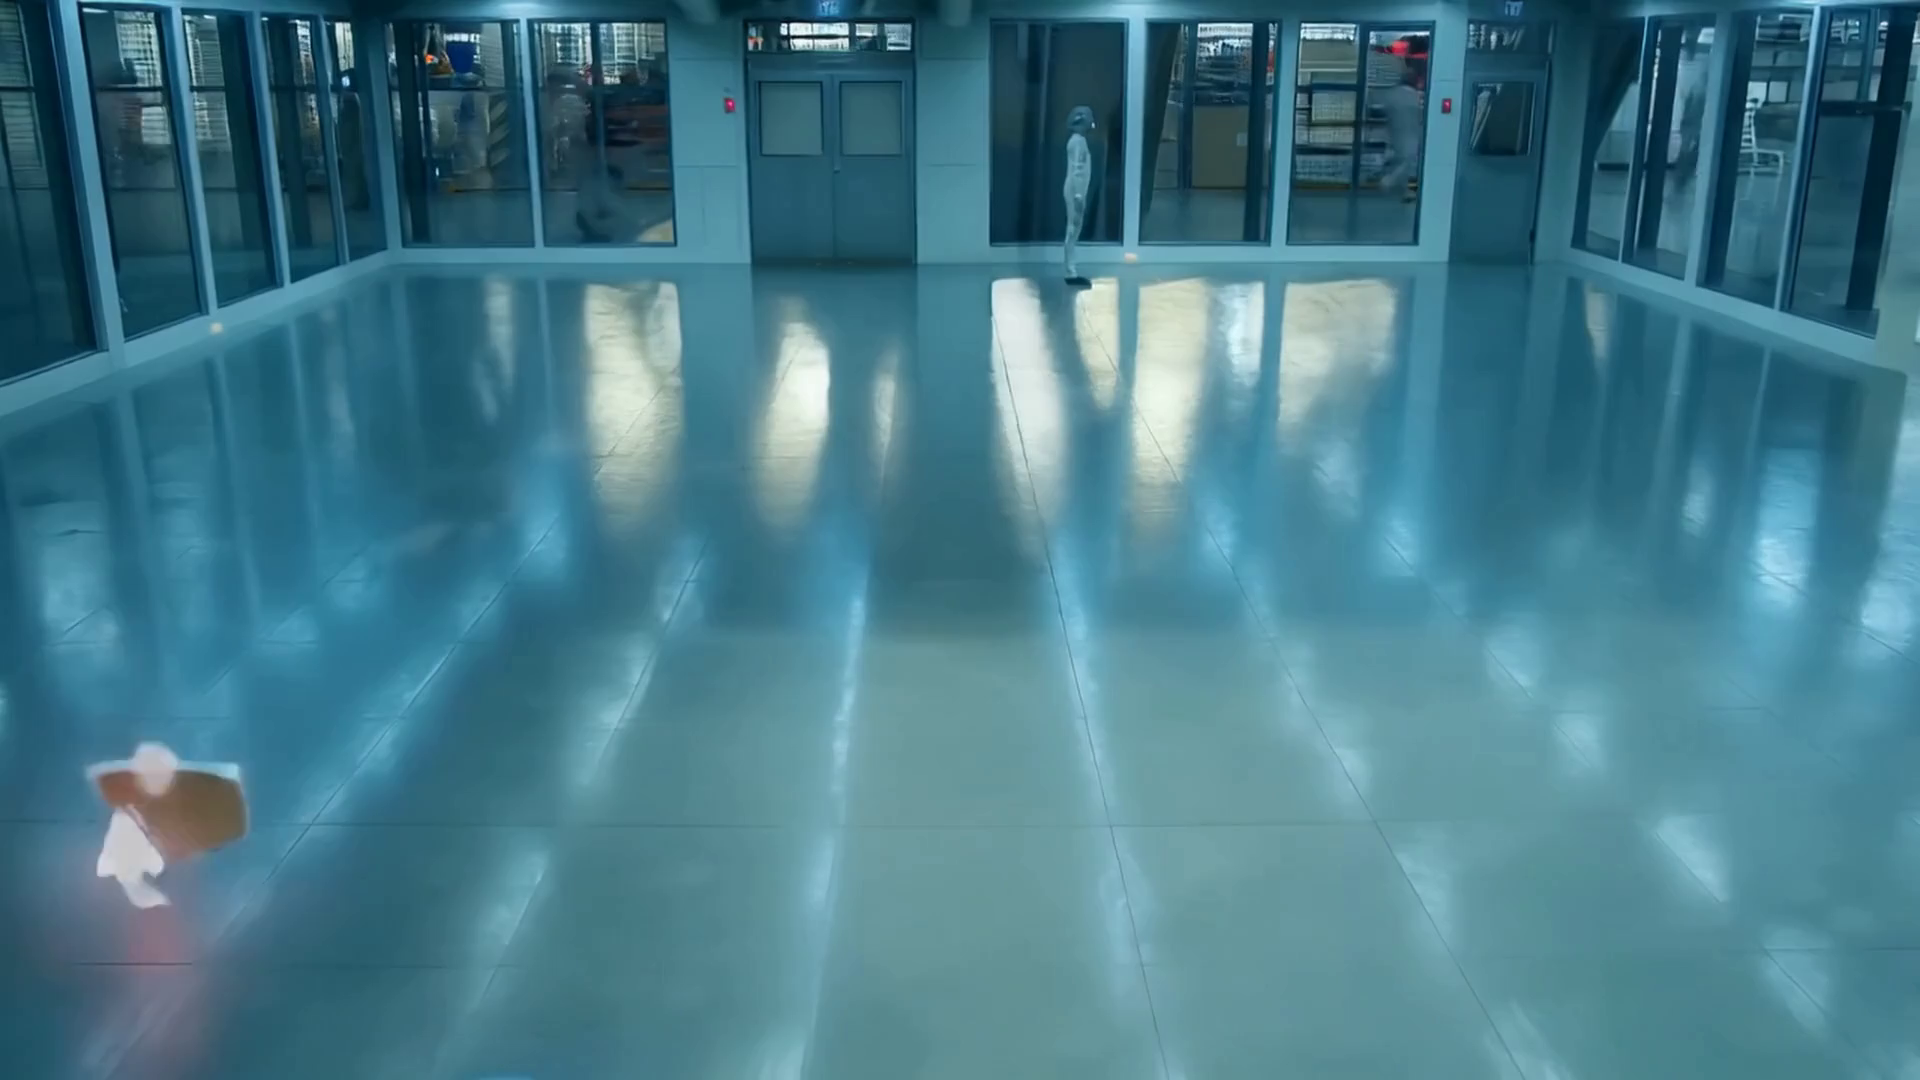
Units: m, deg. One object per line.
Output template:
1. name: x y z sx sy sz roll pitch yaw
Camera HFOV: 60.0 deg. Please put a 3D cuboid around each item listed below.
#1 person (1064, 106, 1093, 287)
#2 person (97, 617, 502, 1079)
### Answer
1. person: 1.098 -3.176 15.383 0.278 1.634 0.498 1 16 4
2. person: -0.467 0.913 1.084 0.515 1.864 0.336 -8 18 -24
